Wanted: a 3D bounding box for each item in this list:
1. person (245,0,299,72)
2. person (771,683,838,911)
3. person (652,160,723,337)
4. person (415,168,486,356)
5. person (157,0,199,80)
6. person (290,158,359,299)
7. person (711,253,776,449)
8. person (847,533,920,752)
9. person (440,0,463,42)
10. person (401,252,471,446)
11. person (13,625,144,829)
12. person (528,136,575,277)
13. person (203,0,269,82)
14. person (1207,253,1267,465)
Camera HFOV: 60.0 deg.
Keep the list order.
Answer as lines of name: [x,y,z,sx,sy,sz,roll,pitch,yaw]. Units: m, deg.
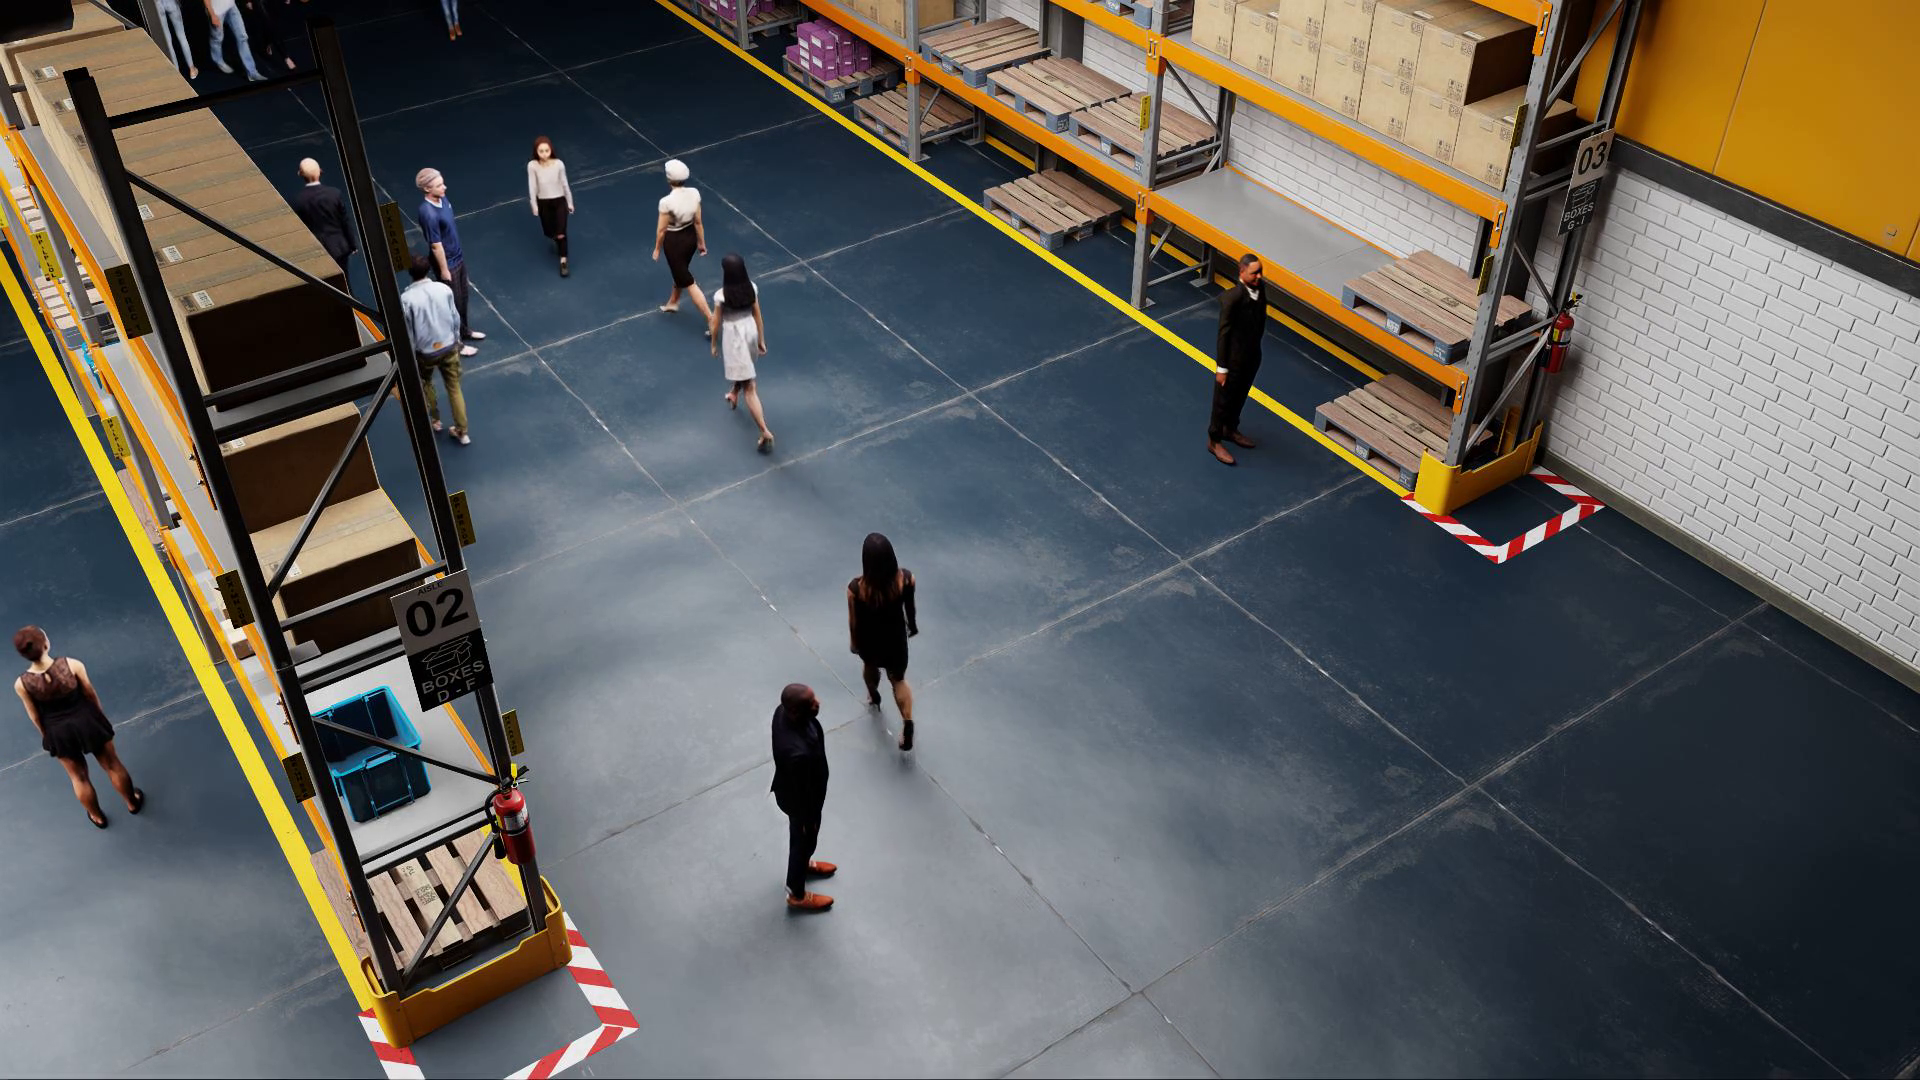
person: [-8.696,-6.707,20.722,1.132,1.658,0.750,29,47,31]
person: [-0.987,1.551,10.253,0.840,1.818,0.723,-4,39,-5]
person: [-2.545,-2.683,15.644,1.184,1.707,0.875,24,44,27]
person: [-4.761,-2.589,15.397,0.798,1.867,0.685,-1,39,-1]
person: [-9.765,-6.536,20.397,0.608,1.796,0.544,-19,42,-22]
person: [-5.911,-2.692,15.590,0.691,1.788,0.752,-23,44,-26]
person: [-1.837,-1.585,14.262,0.632,1.716,1.189,-23,44,-26]
person: [-0.501,0.721,11.396,0.858,1.688,1.112,-11,40,-13]
person: [-6.675,-7.167,21.636,0.577,1.236,0.728,-15,41,-18]
person: [-4.451,-1.587,14.203,0.732,1.793,0.846,-27,46,-29]
person: [-5.754,1.210,10.791,0.579,1.680,0.568,-21,43,-24]
person: [-4.115,-3.413,16.746,0.738,1.473,0.910,-11,40,-14]
person: [-9.113,-6.525,20.373,1.271,1.809,0.946,24,44,27]
person: [2.353,-1.570,14.092,0.679,1.905,0.728,31,48,33]
